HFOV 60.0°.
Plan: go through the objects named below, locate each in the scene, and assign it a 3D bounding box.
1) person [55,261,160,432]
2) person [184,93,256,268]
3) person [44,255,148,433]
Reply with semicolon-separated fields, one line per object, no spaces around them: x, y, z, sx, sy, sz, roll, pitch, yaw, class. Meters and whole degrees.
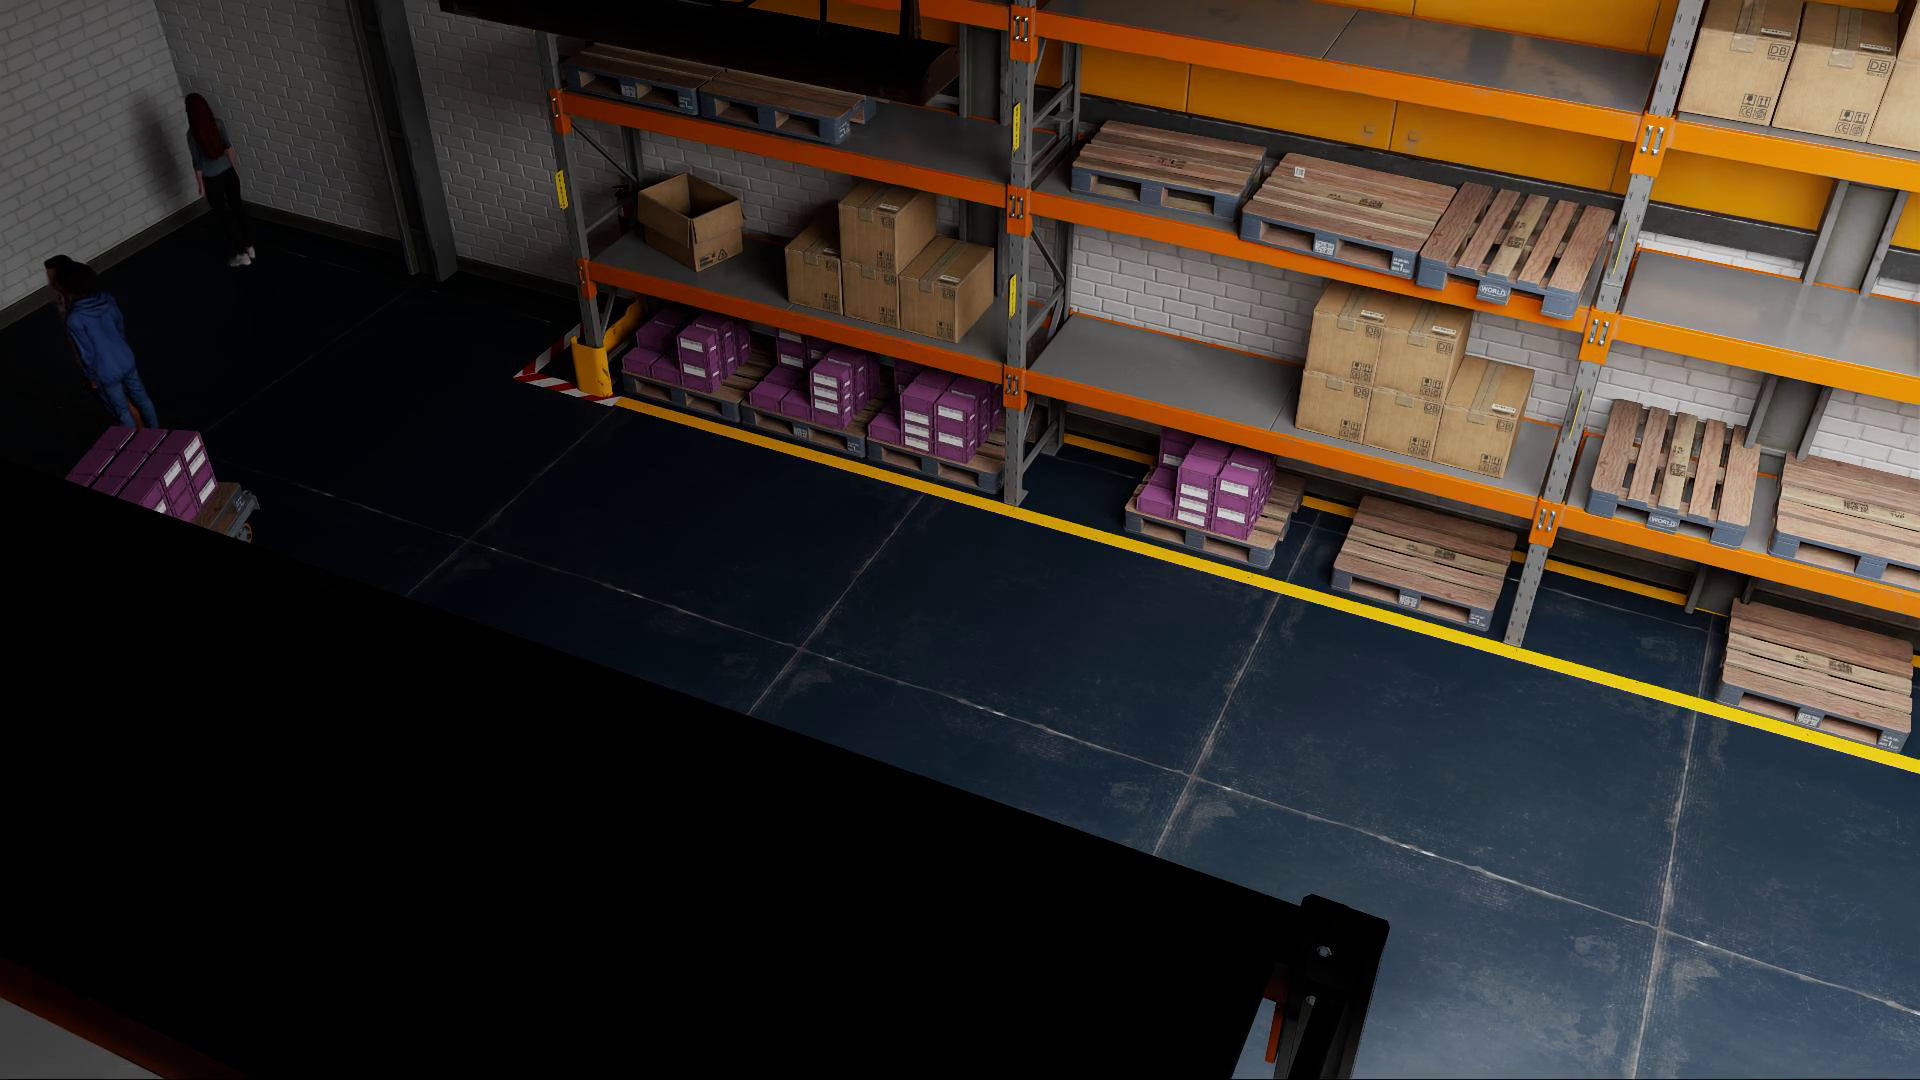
-6.899;-1.451;13.490;0.575;1.811;0.679;14;41;17;person
-7.161;-3.477;16.083;0.682;1.742;0.651;26;45;29;person
-7.027;-1.537;13.600;0.511;1.810;0.729;14;41;16;person
